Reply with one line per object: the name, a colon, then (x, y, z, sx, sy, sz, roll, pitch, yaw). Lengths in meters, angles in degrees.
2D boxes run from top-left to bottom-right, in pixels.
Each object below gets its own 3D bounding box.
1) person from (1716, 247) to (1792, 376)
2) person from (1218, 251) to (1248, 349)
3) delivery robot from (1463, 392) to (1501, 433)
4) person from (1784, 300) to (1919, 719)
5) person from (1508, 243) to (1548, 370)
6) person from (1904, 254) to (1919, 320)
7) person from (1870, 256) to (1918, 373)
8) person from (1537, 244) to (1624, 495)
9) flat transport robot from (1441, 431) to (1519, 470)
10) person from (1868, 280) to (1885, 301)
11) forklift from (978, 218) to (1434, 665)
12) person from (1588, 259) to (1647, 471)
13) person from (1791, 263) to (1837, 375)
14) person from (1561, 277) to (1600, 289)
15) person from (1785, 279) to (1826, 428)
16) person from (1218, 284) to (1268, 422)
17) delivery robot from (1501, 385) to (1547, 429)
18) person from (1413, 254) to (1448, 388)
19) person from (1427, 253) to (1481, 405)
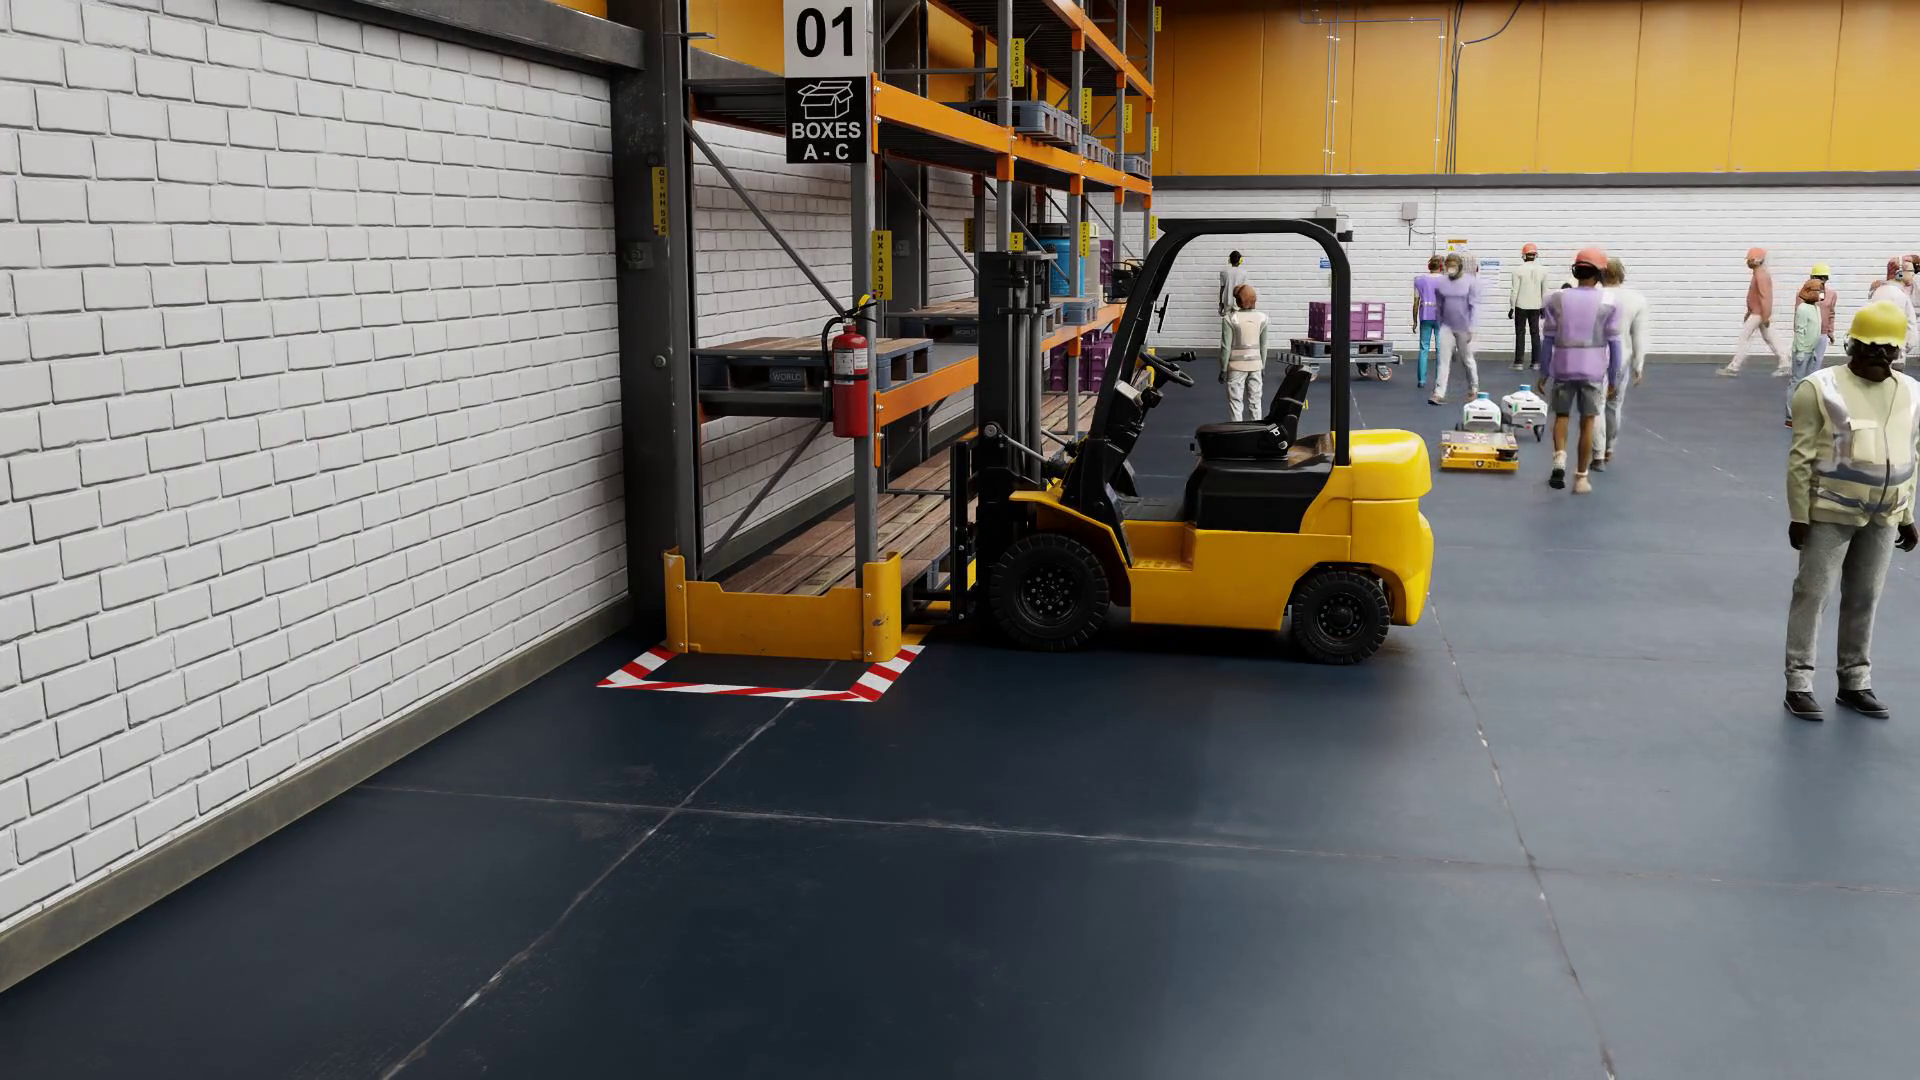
person: (12.030, -3.410, 24.944, 1.044, 1.944, 0.589, 6, 12, 29)
person: (4.643, -3.981, 28.285, 0.504, 1.861, 0.330, 3, 11, 18)
delivery robot: (5.148, -1.213, 16.415, 0.477, 0.478, 0.707, 3, 11, 15)
person: (3.884, -0.122, 7.218, 0.586, 1.822, 0.403, -1, 10, -5)
person: (8.960, -3.686, 26.281, 0.623, 1.992, 0.396, -2, 10, -9)
person: (13.328, -3.096, 23.468, 0.429, 1.841, 0.633, 5, 11, 25)
person: (8.872, -1.739, 15.843, 0.402, 1.911, 0.638, 3, 11, 14)
person: (5.011, -1.363, 13.451, 0.648, 2.028, 0.462, 6, 12, 31)
flat transport robot: (4.809, -0.846, 15.436, 0.652, 0.197, 1.431, 3, 11, 15)
person: (10.721, -2.238, 19.454, 0.532, 1.583, 0.859, -9, 13, -39)
forklift: (1.285, -0.567, 8.635, 2.313, 2.155, 1.214, 2, 11, 11)
person: (5.865, -1.603, 15.164, 0.649, 1.878, 1.035, 2, 11, 11)
person: (10.760, -2.601, 20.954, 0.523, 1.769, 0.317, 0, 10, -1)
person: (8.344, -2.882, 22.374, 0.642, 1.818, 0.825, -5, 11, -26)
person: (9.294, -2.044, 18.263, 0.500, 1.634, 0.286, -10, 14, -44)
person: (2.709, -1.617, 15.896, 0.517, 1.645, 0.307, -4, 11, -23)
delivery robot: (5.852, -1.367, 17.257, 0.477, 0.478, 0.707, 1, 10, 7)
person: (6.556, -3.021, 23.042, 0.567, 1.844, 0.377, 5, 11, 23)
person: (6.233, -2.628, 20.828, 0.655, 1.906, 0.977, 9, 14, 40)
